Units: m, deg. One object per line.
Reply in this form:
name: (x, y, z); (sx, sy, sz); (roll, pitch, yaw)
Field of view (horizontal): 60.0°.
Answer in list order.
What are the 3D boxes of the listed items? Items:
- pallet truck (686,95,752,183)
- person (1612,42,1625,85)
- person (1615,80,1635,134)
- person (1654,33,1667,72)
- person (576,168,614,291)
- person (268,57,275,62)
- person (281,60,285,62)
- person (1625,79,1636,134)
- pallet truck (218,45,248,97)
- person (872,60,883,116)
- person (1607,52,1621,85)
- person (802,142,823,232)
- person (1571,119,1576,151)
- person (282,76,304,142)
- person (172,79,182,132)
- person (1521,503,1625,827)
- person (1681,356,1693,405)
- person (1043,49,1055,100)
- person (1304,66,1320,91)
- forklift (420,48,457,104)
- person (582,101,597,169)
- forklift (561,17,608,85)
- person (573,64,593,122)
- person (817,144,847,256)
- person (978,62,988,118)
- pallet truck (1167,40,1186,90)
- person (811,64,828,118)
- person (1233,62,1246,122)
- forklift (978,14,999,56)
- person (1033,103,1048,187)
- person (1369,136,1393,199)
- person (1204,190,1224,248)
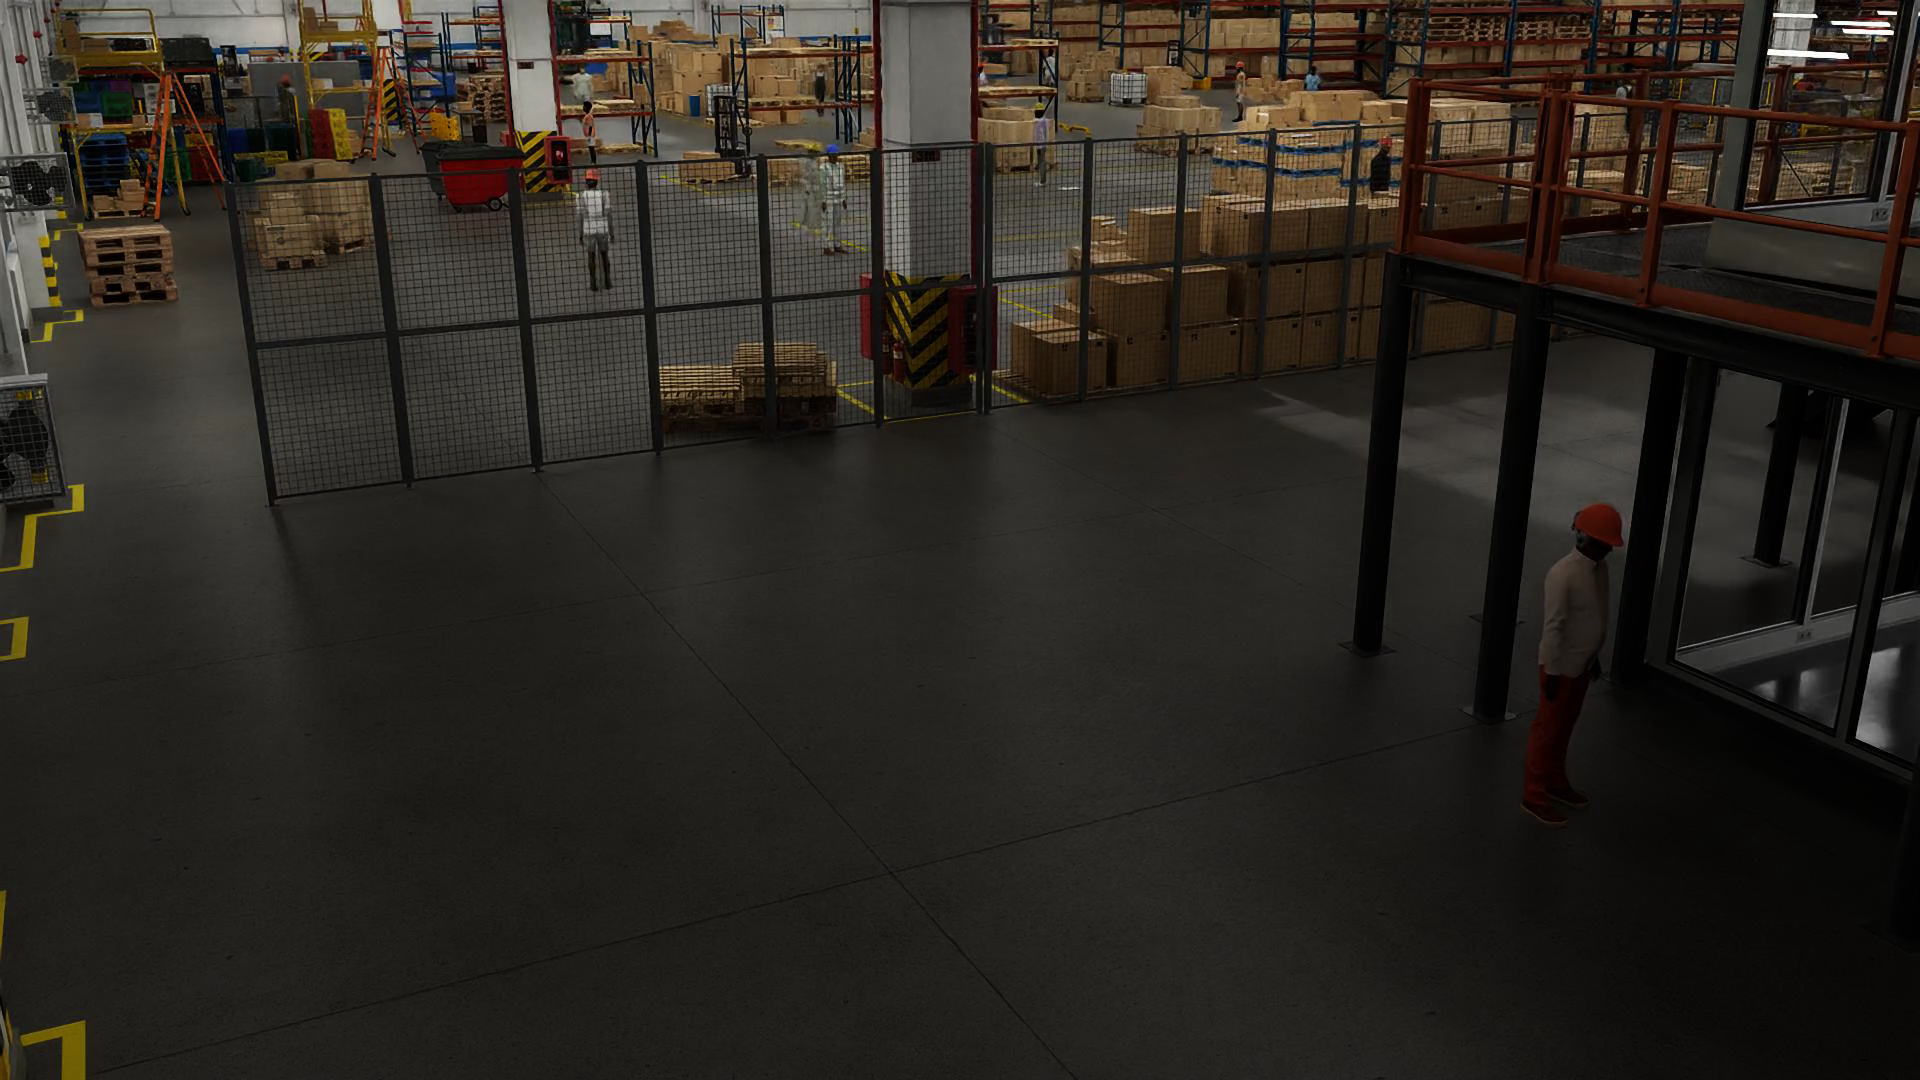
pallet truck: (-5.836, -9.608, 39.856); (0.823, 1.965, 1.885); (10, 22, 27)
person: (28.271, -20.478, 71.532); (0.652, 1.889, 0.659); (-8, 21, -23)
person: (19.262, -12.512, 48.209); (0.690, 2.000, 0.837); (-6, 20, -16)
person: (33.196, -22.986, 78.743); (0.524, 1.927, 0.560); (-5, 20, -15)
person: (-5.782, -4.935, 26.405); (0.551, 1.936, 0.372); (-5, 20, -16)
person: (-24.618, -16.392, 59.740); (0.488, 1.855, 0.675); (10, 21, 27)
person: (-22.820, -15.260, 56.350); (0.622, 1.932, 0.368); (-7, 20, -19)
person: (20.009, -12.907, 49.681); (0.609, 1.816, 0.426); (4, 19, 11)
pallet truck: (-28.879, -18.665, 66.111); (0.823, 1.965, 1.885); (-3, 19, -9)
person: (-2.777, -15.673, 57.556); (0.391, 1.920, 0.593); (-13, 23, -32)
person: (26.292, -18.798, 66.983); (0.725, 1.668, 0.561); (-10, 22, -27)
person: (-2.861, -6.825, 32.230); (0.679, 1.727, 0.516); (16, 25, 39)
person: (13.914, -9.106, 38.355); (0.403, 2.035, 0.601); (-3, 19, -7)
person: (-19.765, -12.705, 49.009); (1.015, 1.888, 0.561); (12, 22, 31)
person: (-24.354, -13.457, 51.572); (0.516, 1.632, 0.311); (7, 20, 20)
person: (3.659, 0.725, 9.920); (0.394, 1.985, 0.609); (18, 26, 42)
person: (7.695, -1.788, 17.499); (0.632, 1.795, 0.961); (18, 26, 42)
person: (3.506, -18.061, 64.492); (0.621, 1.908, 1.020); (0, 19, -1)
person: (12.262, -15.645, 57.865); (0.521, 1.656, 0.862); (11, 22, 29)
forklift: (-19.865, -17.737, 62.086); (1.873, 2.768, 1.129); (-7, 20, -20)
person: (-9.427, -10.291, 42.285); (0.316, 1.699, 0.540); (-6, 20, -16)
forklift: (-16.387, -21.270, 72.327); (1.873, 2.768, 1.129); (-9, 21, -25)
person: (-12.292, -14.554, 54.294); (0.646, 1.925, 0.616); (-6, 20, -18)
person: (-2.267, -6.065, 29.660); (0.384, 1.949, 0.605); (16, 25, 38)
person: (0.697, -14.943, 55.464); (0.714, 1.894, 0.689); (1, 19, 4)
pallet truck: (9.045, -19.971, 69.895); (0.823, 1.965, 1.885); (-3, 19, -8)
person: (-4.809, -15.401, 56.973); (0.559, 1.796, 0.977); (-4, 19, -10)
person: (9.265, -14.869, 55.194); (0.360, 1.939, 0.543); (7, 20, 19)
forklift: (1.364, -23.005, 77.358); (1.873, 2.768, 1.129); (17, 25, 40)
person: (1.873, -9.232, 38.870); (0.386, 1.926, 0.591); (3, 19, 9)
person: (7.742, -6.427, 30.643); (0.392, 1.990, 0.614); (15, 24, 37)
person: (3.641, -4.016, 23.734); (0.371, 1.940, 0.627); (-7, 20, -18)
